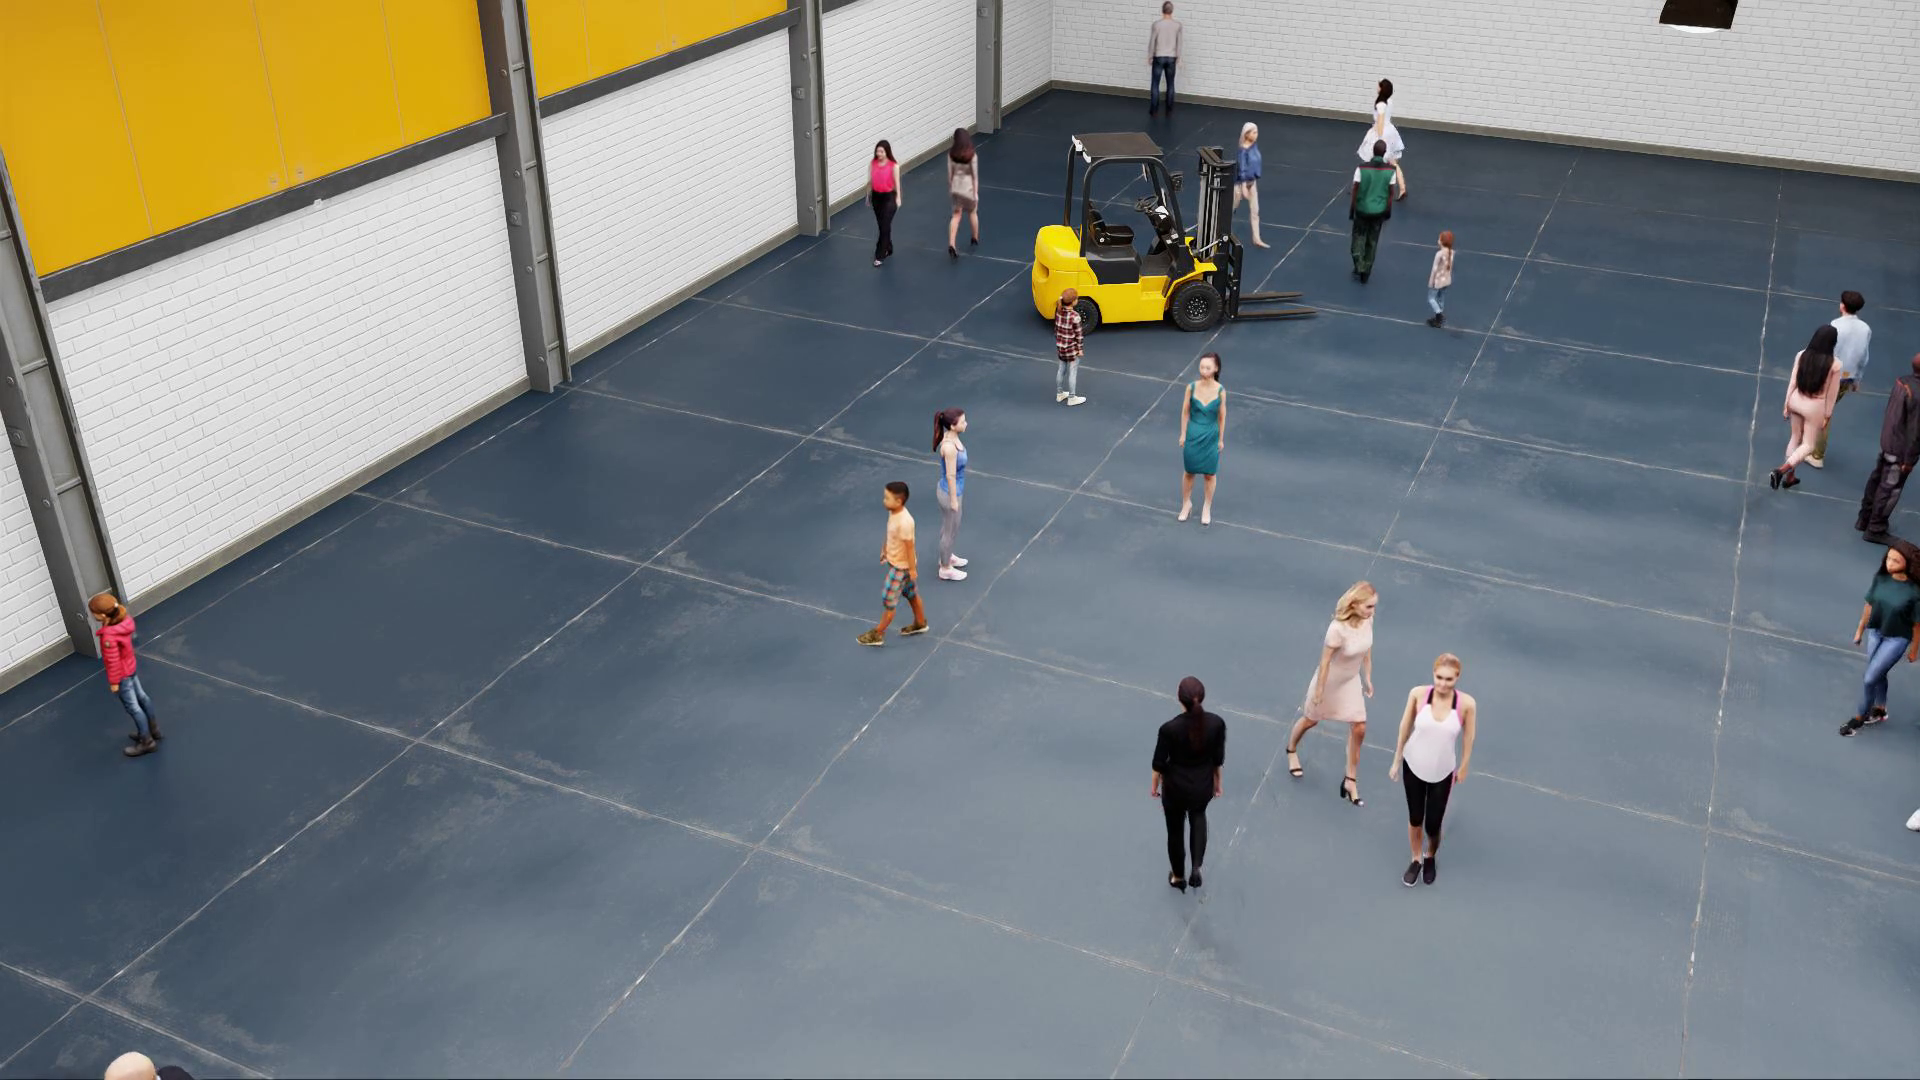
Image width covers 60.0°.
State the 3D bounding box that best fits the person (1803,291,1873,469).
[{"bbox_3d":[8.658,-1.546,16.383,0.833,1.799,0.867,-5,29,-10],"label":"person"}]

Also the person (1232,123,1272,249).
[{"bbox_3d":[3.754,-4.781,22.463,0.829,1.658,1.145,19,34,31],"label":"person"}]

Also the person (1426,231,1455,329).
[{"bbox_3d":[5.771,-3.089,19.851,0.604,1.189,0.667,-19,34,-31],"label":"person"}]

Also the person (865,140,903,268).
[{"bbox_3d":[-0.960,-4.464,21.911,0.631,1.629,0.935,15,32,25],"label":"person"}]

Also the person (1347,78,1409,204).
[{"bbox_3d":[6.195,-5.720,24.075,0.866,1.761,1.185,20,34,32],"label":"person"}]

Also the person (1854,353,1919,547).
[{"bbox_3d":[8.519,-0.864,15.108,0.832,1.825,0.653,3,29,6],"label":"person"}]

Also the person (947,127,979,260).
[{"bbox_3d":[-0.004,-4.534,21.968,0.669,1.697,1.103,11,30,19],"label":"person"}]

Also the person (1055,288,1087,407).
[{"bbox_3d":[1.167,-2.090,17.897,0.626,1.306,0.601,-24,37,-37],"label":"person"}]

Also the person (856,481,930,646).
[{"bbox_3d":[-0.411,0.178,13.599,0.944,1.439,0.896,-9,30,-16],"label":"person"}]

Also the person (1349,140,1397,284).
[{"bbox_3d":[5.217,-4.139,21.110,0.802,1.826,0.823,3,29,5],"label":"person"}]

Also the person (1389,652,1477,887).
[{"bbox_3d":[3.091,1.461,10.896,0.626,1.776,0.578,14,32,24],"label":"person"}]

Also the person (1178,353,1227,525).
[{"bbox_3d":[2.247,-0.932,15.376,0.589,1.686,0.521,8,30,14],"label":"person"}]

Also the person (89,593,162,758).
[{"bbox_3d":[-6.155,0.968,12.282,0.662,1.314,0.584,-6,29,-10],"label":"person"}]

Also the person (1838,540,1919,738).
[{"bbox_3d":[7.012,0.719,12.448,0.905,1.592,0.838,-11,30,-19],"label":"person"}]

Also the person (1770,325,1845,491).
[{"bbox_3d":[8.030,-1.206,15.860,1.037,1.703,0.871,-20,34,-32],"label":"person"}]

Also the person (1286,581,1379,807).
[{"bbox_3d":[2.623,0.994,11.758,0.976,1.769,0.976,-12,31,-20],"label":"person"}]

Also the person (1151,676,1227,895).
[{"bbox_3d":[1.485,1.648,10.685,0.749,1.649,0.797,-5,29,-10],"label":"person"}]

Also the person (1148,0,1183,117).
[{"bbox_3d":[3.524,-8.286,28.629,0.831,1.906,0.817,-1,29,-2],"label":"person"}]

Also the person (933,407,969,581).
[{"bbox_3d":[-0.079,-0.418,14.516,0.692,1.608,0.580,1,29,1],"label":"person"}]
